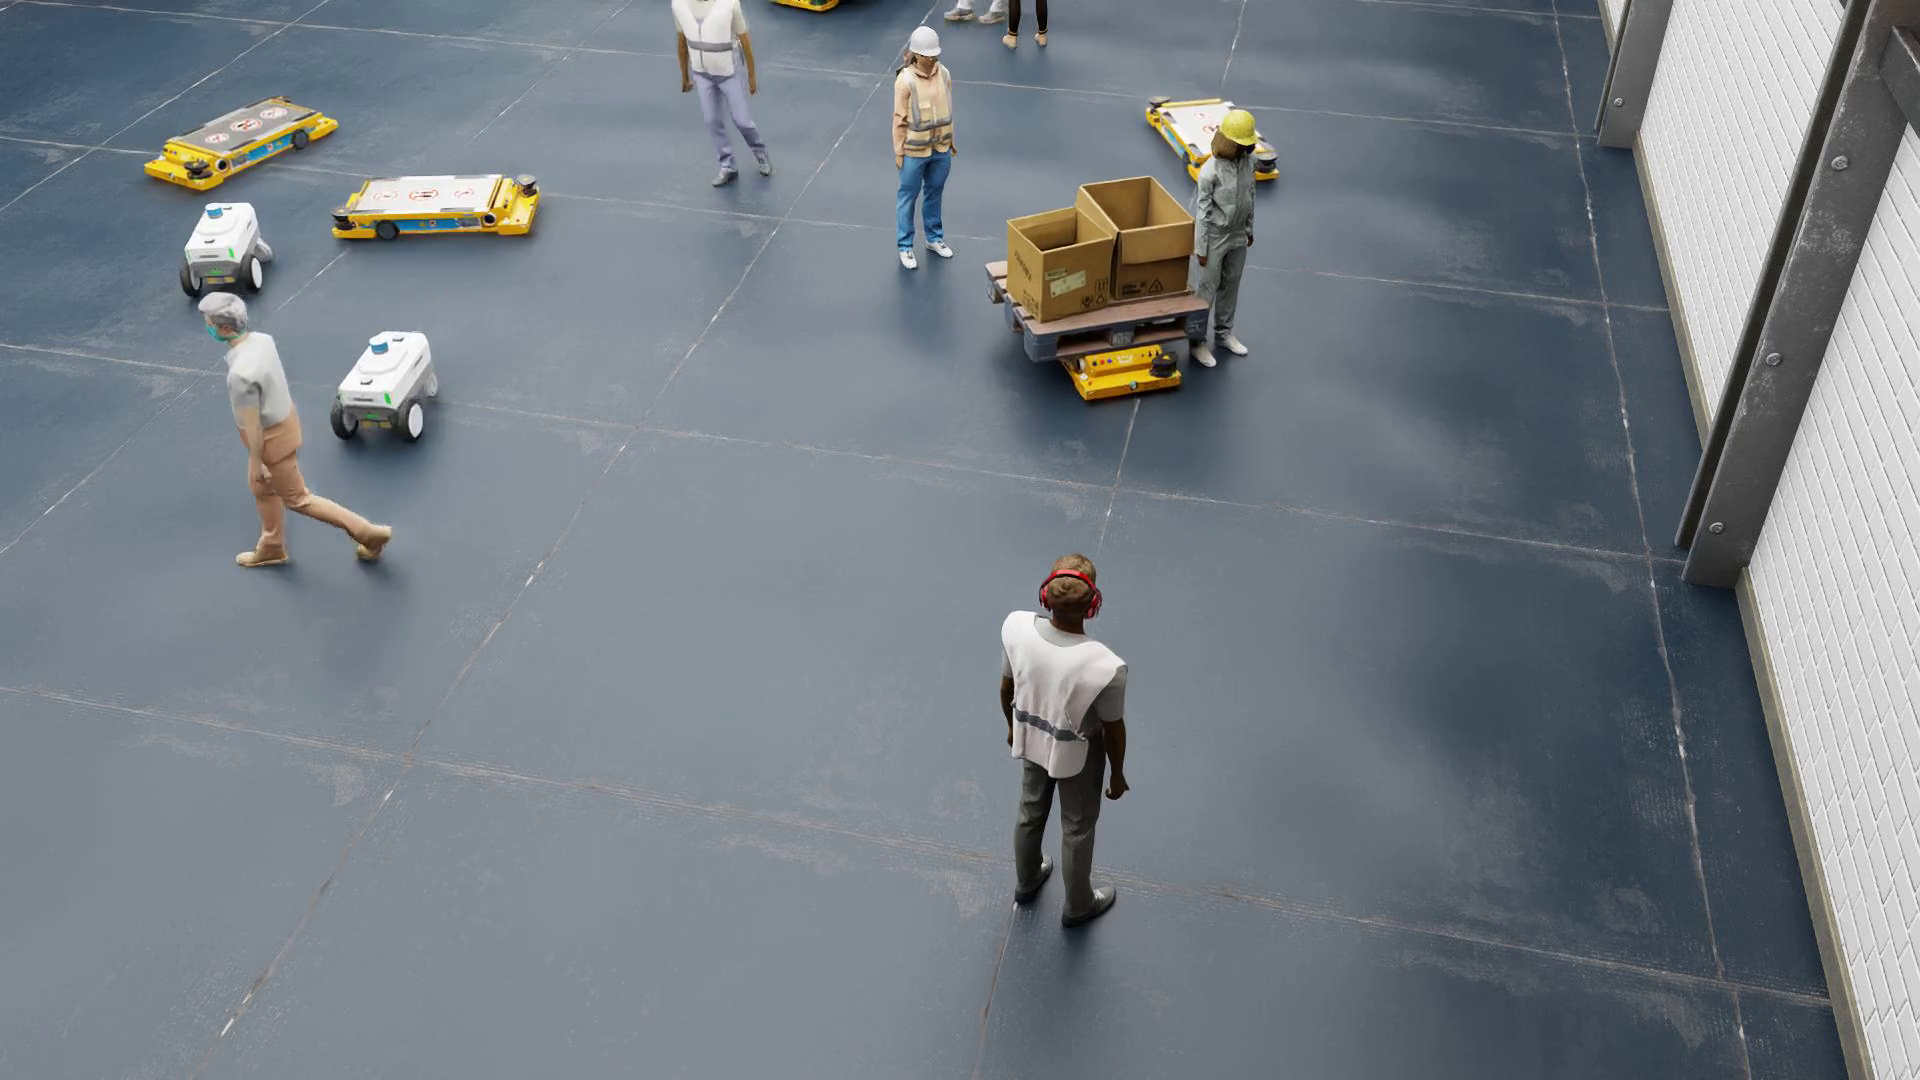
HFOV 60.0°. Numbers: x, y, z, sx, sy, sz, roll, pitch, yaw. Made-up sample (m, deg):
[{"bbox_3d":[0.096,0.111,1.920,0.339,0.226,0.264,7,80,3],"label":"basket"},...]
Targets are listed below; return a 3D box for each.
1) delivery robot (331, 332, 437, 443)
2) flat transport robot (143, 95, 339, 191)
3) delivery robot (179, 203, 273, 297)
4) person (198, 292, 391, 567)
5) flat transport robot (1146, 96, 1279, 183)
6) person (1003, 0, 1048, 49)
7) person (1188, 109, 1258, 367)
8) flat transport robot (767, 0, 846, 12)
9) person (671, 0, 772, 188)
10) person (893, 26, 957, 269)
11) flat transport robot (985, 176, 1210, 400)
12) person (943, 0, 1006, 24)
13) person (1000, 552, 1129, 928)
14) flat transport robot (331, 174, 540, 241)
[{"bbox_3d":[-3.540,-0.977,10.269,0.499,0.572,0.747,4,37,5],"label":"delivery robot"},{"bbox_3d":[-5.857,-3.254,13.573,0.659,0.231,1.431,19,41,23],"label":"flat transport robot"},{"bbox_3d":[-5.195,-2.071,11.756,0.525,0.601,0.772,-4,37,-6],"label":"delivery robot"},{"bbox_3d":[-3.565,-0.551,8.762,0.825,1.705,0.485,-5,37,-7],"label":"person"},{"bbox_3d":[2.052,-3.294,13.627,0.659,0.231,1.431,-7,37,-10],"label":"flat transport robot"},{"bbox_3d":[0.614,-5.346,15.186,0.532,1.691,0.322,-7,37,-9],"label":"person"},{"bbox_3d":[1.689,-1.915,10.560,0.491,1.731,0.321,-27,44,-31],"label":"person"},{"bbox_3d":[-1.278,-5.677,16.816,0.659,0.231,1.431,19,41,24],"label":"flat transport robot"},{"bbox_3d":[-1.837,-3.597,12.746,0.622,1.806,0.611,12,38,16],"label":"person"},{"bbox_3d":[-0.255,-2.772,11.709,0.492,1.728,0.370,-21,42,-26],"label":"person"},{"bbox_3d":[0.903,-1.407,11.101,0.659,0.231,1.431,-10,38,-14],"label":"flat transport robot"},{"bbox_3d":[0.156,-5.747,15.579,0.712,1.866,0.603,-17,40,-22],"label":"person"},{"bbox_3d":[0.414,0.850,6.760,0.568,1.849,0.380,24,43,28],"label":"person"},{"bbox_3d":[-3.956,-2.520,12.591,1.431,0.231,0.659,-2,37,-3],"label":"flat transport robot"}]
